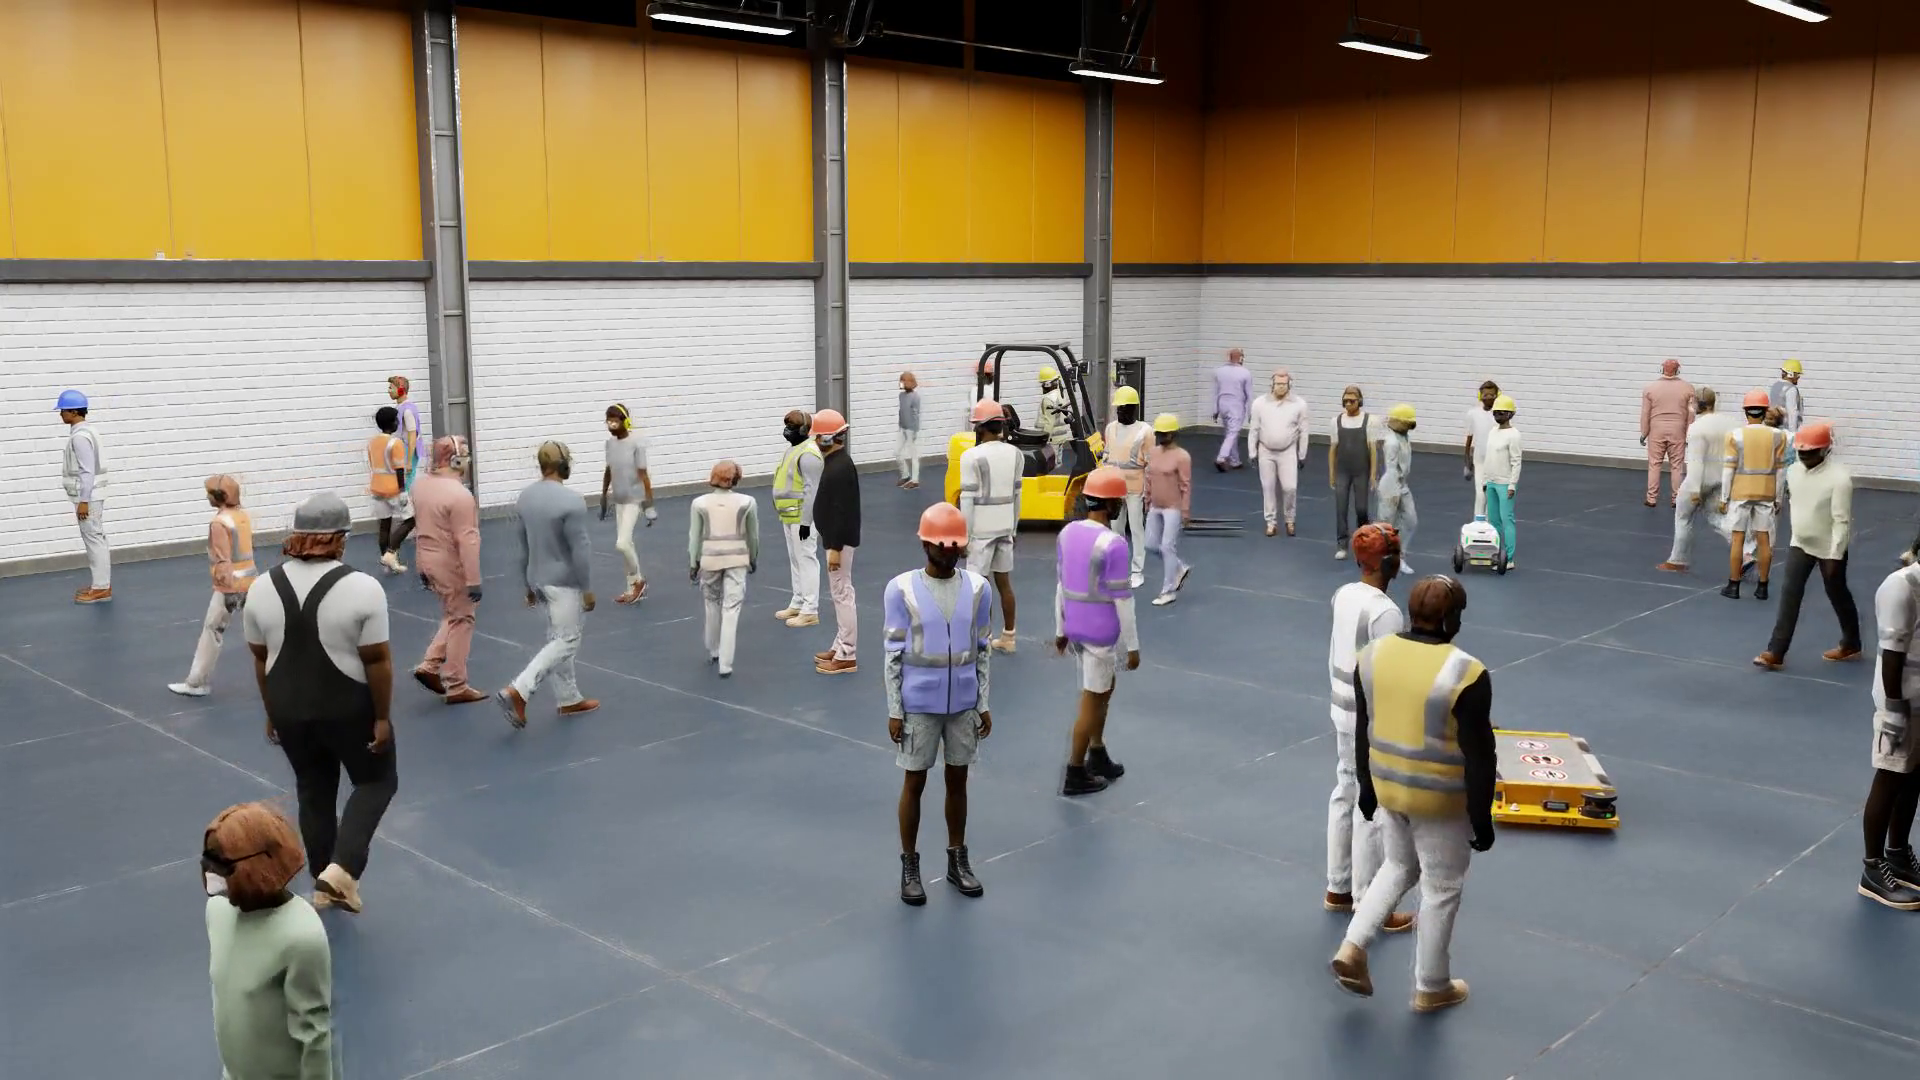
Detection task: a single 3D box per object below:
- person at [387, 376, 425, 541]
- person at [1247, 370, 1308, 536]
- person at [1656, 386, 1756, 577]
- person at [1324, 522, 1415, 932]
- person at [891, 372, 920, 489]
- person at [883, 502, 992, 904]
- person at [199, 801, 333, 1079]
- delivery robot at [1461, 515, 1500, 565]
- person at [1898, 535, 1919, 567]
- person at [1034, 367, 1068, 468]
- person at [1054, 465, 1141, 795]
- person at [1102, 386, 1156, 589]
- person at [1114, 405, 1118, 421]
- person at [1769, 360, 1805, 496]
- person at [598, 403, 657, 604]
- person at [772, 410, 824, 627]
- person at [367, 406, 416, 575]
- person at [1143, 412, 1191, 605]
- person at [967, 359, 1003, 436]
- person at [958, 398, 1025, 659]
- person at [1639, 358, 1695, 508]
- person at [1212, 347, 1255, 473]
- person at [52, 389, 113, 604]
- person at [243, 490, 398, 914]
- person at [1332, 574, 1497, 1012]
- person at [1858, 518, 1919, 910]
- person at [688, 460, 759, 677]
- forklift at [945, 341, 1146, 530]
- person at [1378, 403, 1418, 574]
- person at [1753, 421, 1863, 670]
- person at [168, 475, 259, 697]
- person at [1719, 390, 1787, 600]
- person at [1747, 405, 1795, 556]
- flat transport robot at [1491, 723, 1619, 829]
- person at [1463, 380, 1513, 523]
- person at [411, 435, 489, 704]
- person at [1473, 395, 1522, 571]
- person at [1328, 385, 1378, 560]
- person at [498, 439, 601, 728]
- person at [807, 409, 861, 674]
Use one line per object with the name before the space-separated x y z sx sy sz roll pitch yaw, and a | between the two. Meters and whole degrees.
person | -6.209 -0.920 18.660 0.377 1.844 0.570 -5 10 -28
person | 3.593 -0.974 18.850 0.657 1.891 0.466 3 10 16
person | 7.374 -0.559 16.332 0.626 1.897 0.958 -6 11 -32
person | 1.895 0.854 7.668 0.350 1.884 0.583 -2 9 -12
person | -0.750 -1.504 22.899 0.425 1.618 0.522 -6 11 -33
person | -0.093 0.774 7.994 0.544 1.938 0.356 -3 10 -20
person | -1.858 1.490 4.580 0.504 1.622 0.456 6 11 32
delivery robot | 5.240 -0.011 16.747 0.477 0.478 0.707 2 10 15
person | 9.756 -0.450 16.356 0.841 1.659 0.523 -1 9 -5
person | 1.123 -1.246 20.734 0.403 1.823 0.588 3 10 20
person | 0.853 0.519 9.626 0.672 1.911 0.566 -6 11 -32
person | 1.586 -0.504 15.856 0.586 1.928 0.369 8 12 41
person | 2.074 -1.370 21.688 0.578 1.750 0.538 2 10 13
person | 11.096 -1.509 22.347 0.403 1.822 0.588 0 9 -1
person | -2.990 -0.317 14.988 0.676 1.837 0.491 7 12 38
person | -1.382 -0.191 14.199 0.429 1.847 0.625 -3 10 -20
person | -5.625 -0.483 16.449 0.554 1.683 0.366 7 12 36
person | 1.908 -0.296 15.098 0.478 1.747 0.532 -7 12 -38
person | 0.251 -1.331 21.013 0.826 1.911 0.551 -8 12 -39
person | 0.218 -0.087 12.983 0.609 2.039 0.397 -8 12 -41
person | 9.001 -1.362 21.184 0.639 1.911 0.402 3 10 20
person | 4.065 -1.947 24.917 0.657 1.870 0.950 8 13 42
person | -7.973 -0.398 15.150 0.405 1.946 0.612 -4 10 -23
person | -2.950 0.760 7.762 0.685 2.000 0.637 1 9 6
person | 1.845 1.041 6.704 0.545 1.825 0.637 -6 11 -34
person | 4.594 0.767 7.969 0.601 1.960 0.373 -7 11 -35
person | -1.782 0.189 12.611 0.524 1.593 0.856 0 9 -2
forklift | 0.977 -1.223 19.452 2.313 2.155 1.214 2 9 11
person | 4.340 -0.500 16.442 0.513 1.724 0.507 7 11 35
person | 6.533 0.044 12.606 1.110 1.906 0.621 -4 10 -24
person | -5.158 0.328 11.785 0.880 1.590 0.539 0 9 0
person | 7.272 -0.412 15.296 0.542 1.929 0.374 2 9 11
person | 8.441 -0.598 17.373 0.510 1.621 0.414 8 12 39
flat transport robot | 3.339 1.340 9.621 0.652 0.197 1.431 2 9 11
person | 5.810 -0.850 18.289 0.515 1.834 0.916 2 9 10
person | -3.513 0.210 11.588 0.427 1.888 0.673 -9 13 -43
person | 5.447 -0.577 16.791 0.298 1.772 0.533 -3 10 -15
person | 4.132 -0.715 17.461 0.529 1.826 0.589 4 10 25
person | -2.736 0.296 10.991 0.629 1.920 0.801 8 12 40
person | -0.943 0.010 12.526 0.392 1.988 0.609 -1 9 -3
